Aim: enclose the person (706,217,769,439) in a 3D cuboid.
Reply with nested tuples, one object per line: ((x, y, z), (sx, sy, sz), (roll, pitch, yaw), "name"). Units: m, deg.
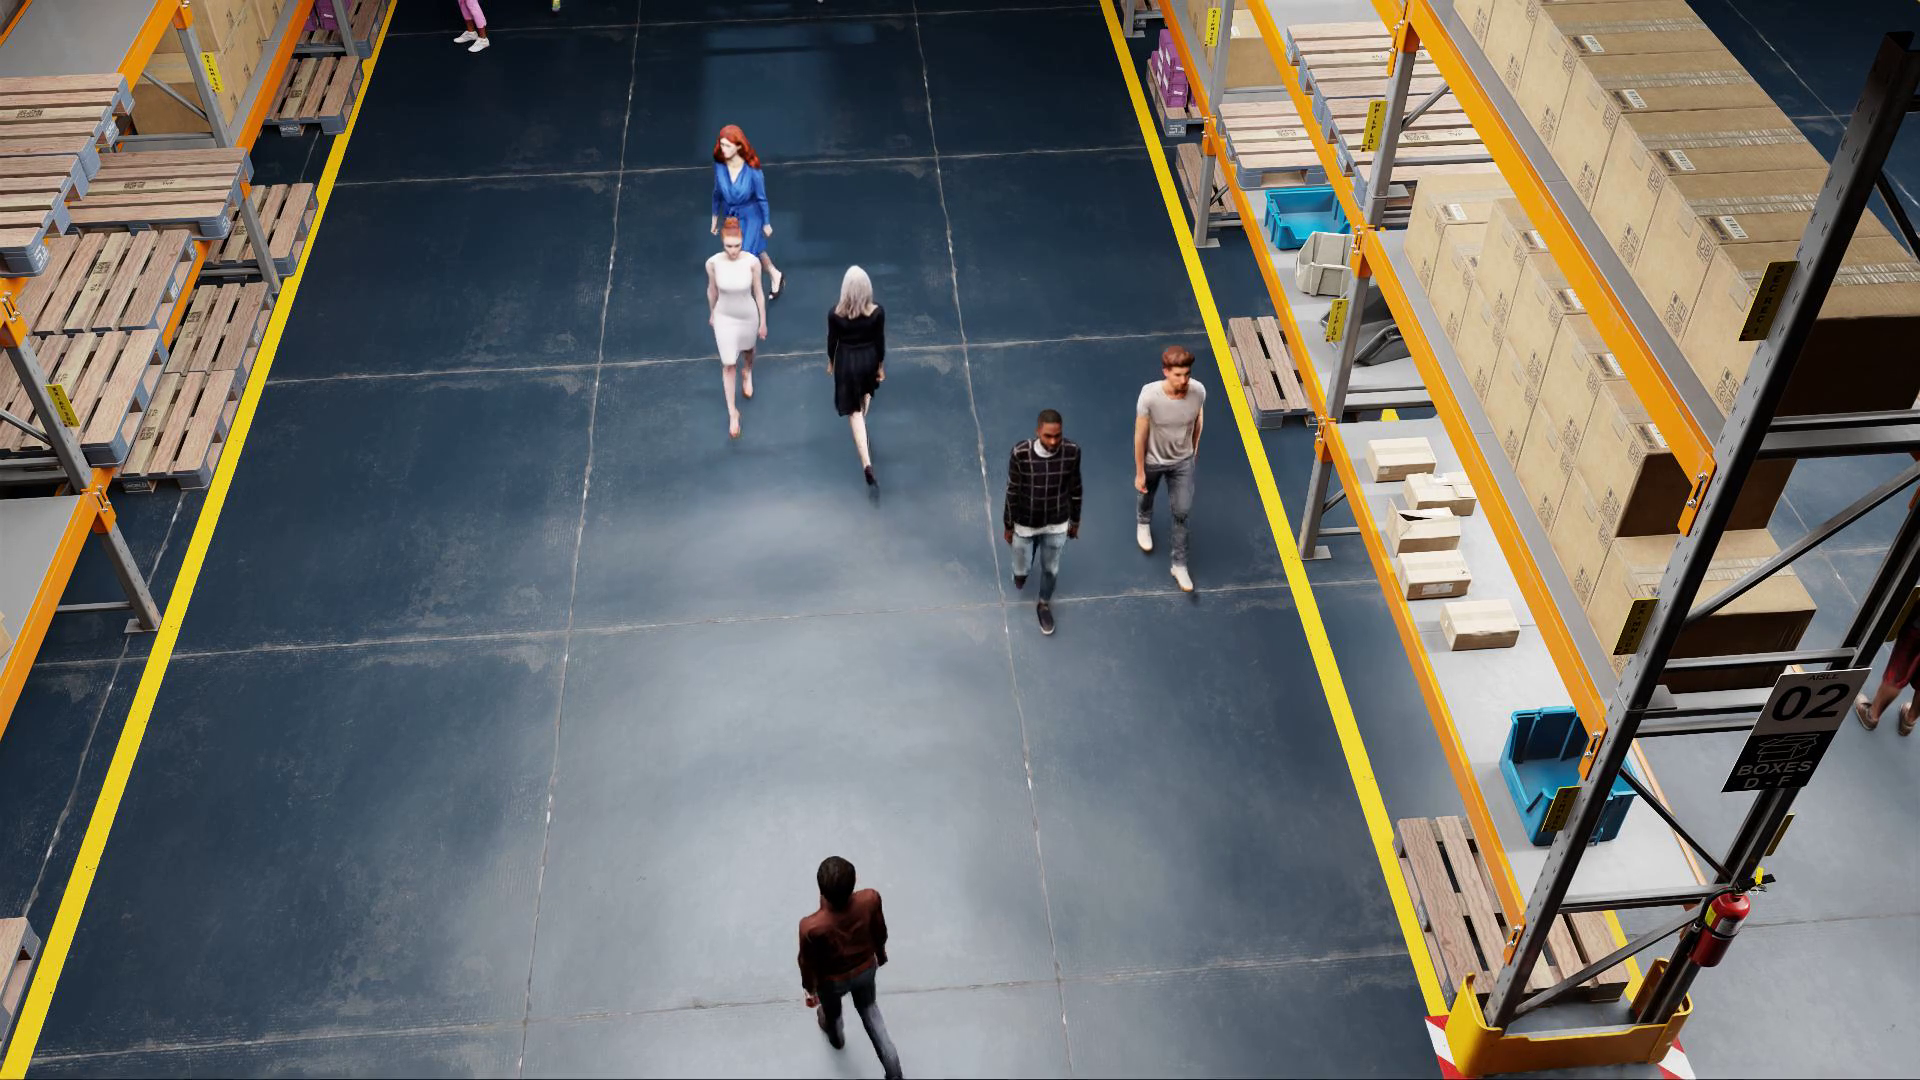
((-1.674, -1.728, 12.631), (0.584, 1.761, 0.987), (-3, 44, -3), "person")

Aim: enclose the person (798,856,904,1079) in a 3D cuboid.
((-0.539, 2.252, 8.454), (0.951, 1.760, 1.159), (-23, 48, -22), "person")

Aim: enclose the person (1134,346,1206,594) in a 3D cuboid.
((1.380, -0.624, 11.399), (0.669, 1.863, 1.033), (-4, 44, -4), "person")

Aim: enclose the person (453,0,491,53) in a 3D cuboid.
((-5.130, -5.862, 16.984), (0.716, 1.743, 0.631), (-33, 52, -30), "person")

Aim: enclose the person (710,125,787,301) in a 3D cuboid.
((-1.696, -2.570, 13.517), (1.057, 1.760, 1.223), (22, 48, 21), "person")

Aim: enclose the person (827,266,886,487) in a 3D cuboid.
((-0.735, -1.170, 12.086), (0.648, 1.706, 1.147), (-8, 44, -9), "person")

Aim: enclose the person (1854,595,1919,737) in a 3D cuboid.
((6.023, 0.584, 10.285), (0.662, 1.651, 0.648), (12, 45, 12), "person")

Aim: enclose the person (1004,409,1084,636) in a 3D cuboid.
((0.521, -0.200, 10.996), (0.669, 1.805, 0.816), (-4, 44, -4), "person")
